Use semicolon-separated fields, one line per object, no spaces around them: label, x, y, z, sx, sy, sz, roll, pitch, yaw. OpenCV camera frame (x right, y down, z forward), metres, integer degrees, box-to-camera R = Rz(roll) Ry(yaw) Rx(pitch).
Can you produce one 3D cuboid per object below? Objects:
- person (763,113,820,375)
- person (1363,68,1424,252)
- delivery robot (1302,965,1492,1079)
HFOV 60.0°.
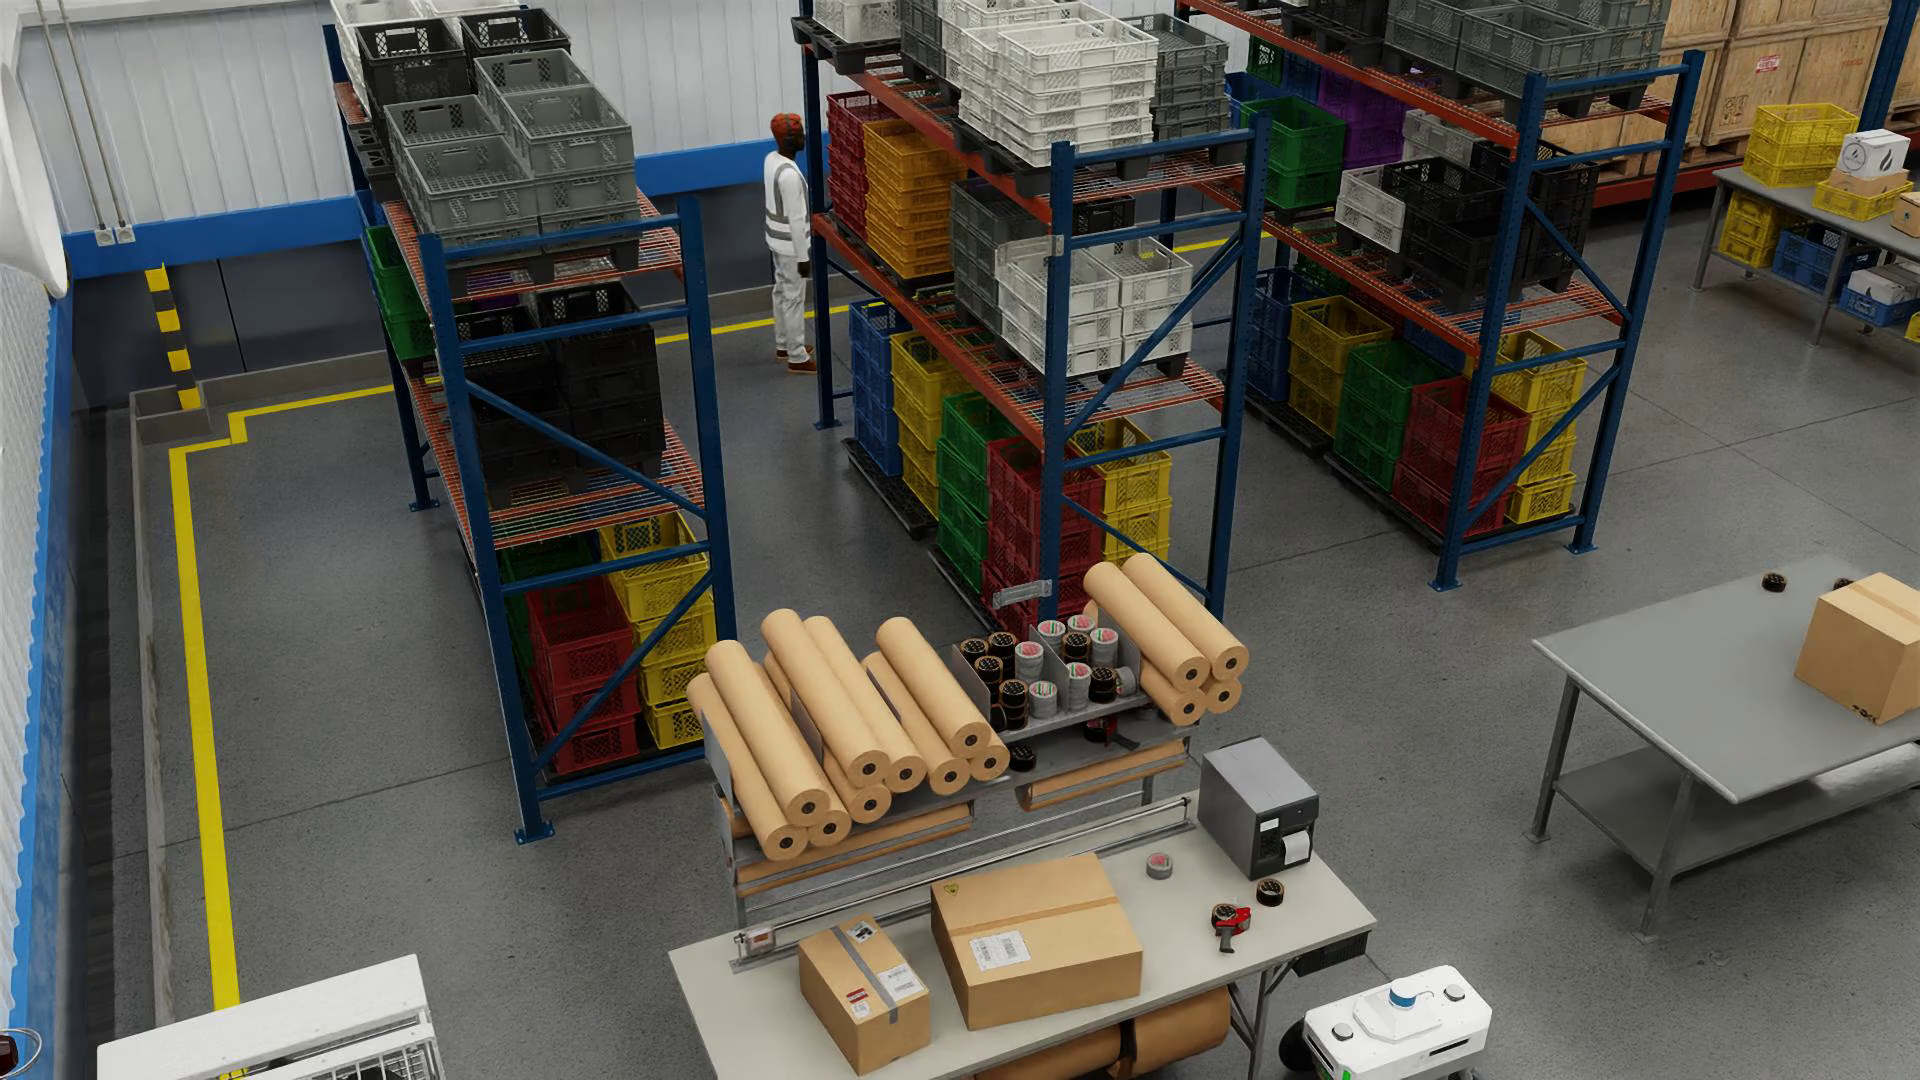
person;-1.196;-2.100;11.829;0.353;1.883;0.573;-12;33;-18
person;3.540;-3.334;13.791;0.625;1.933;0.374;22;38;32
delivery robot;1.700;1.914;6.481;0.707;0.478;0.477;-12;34;-19
